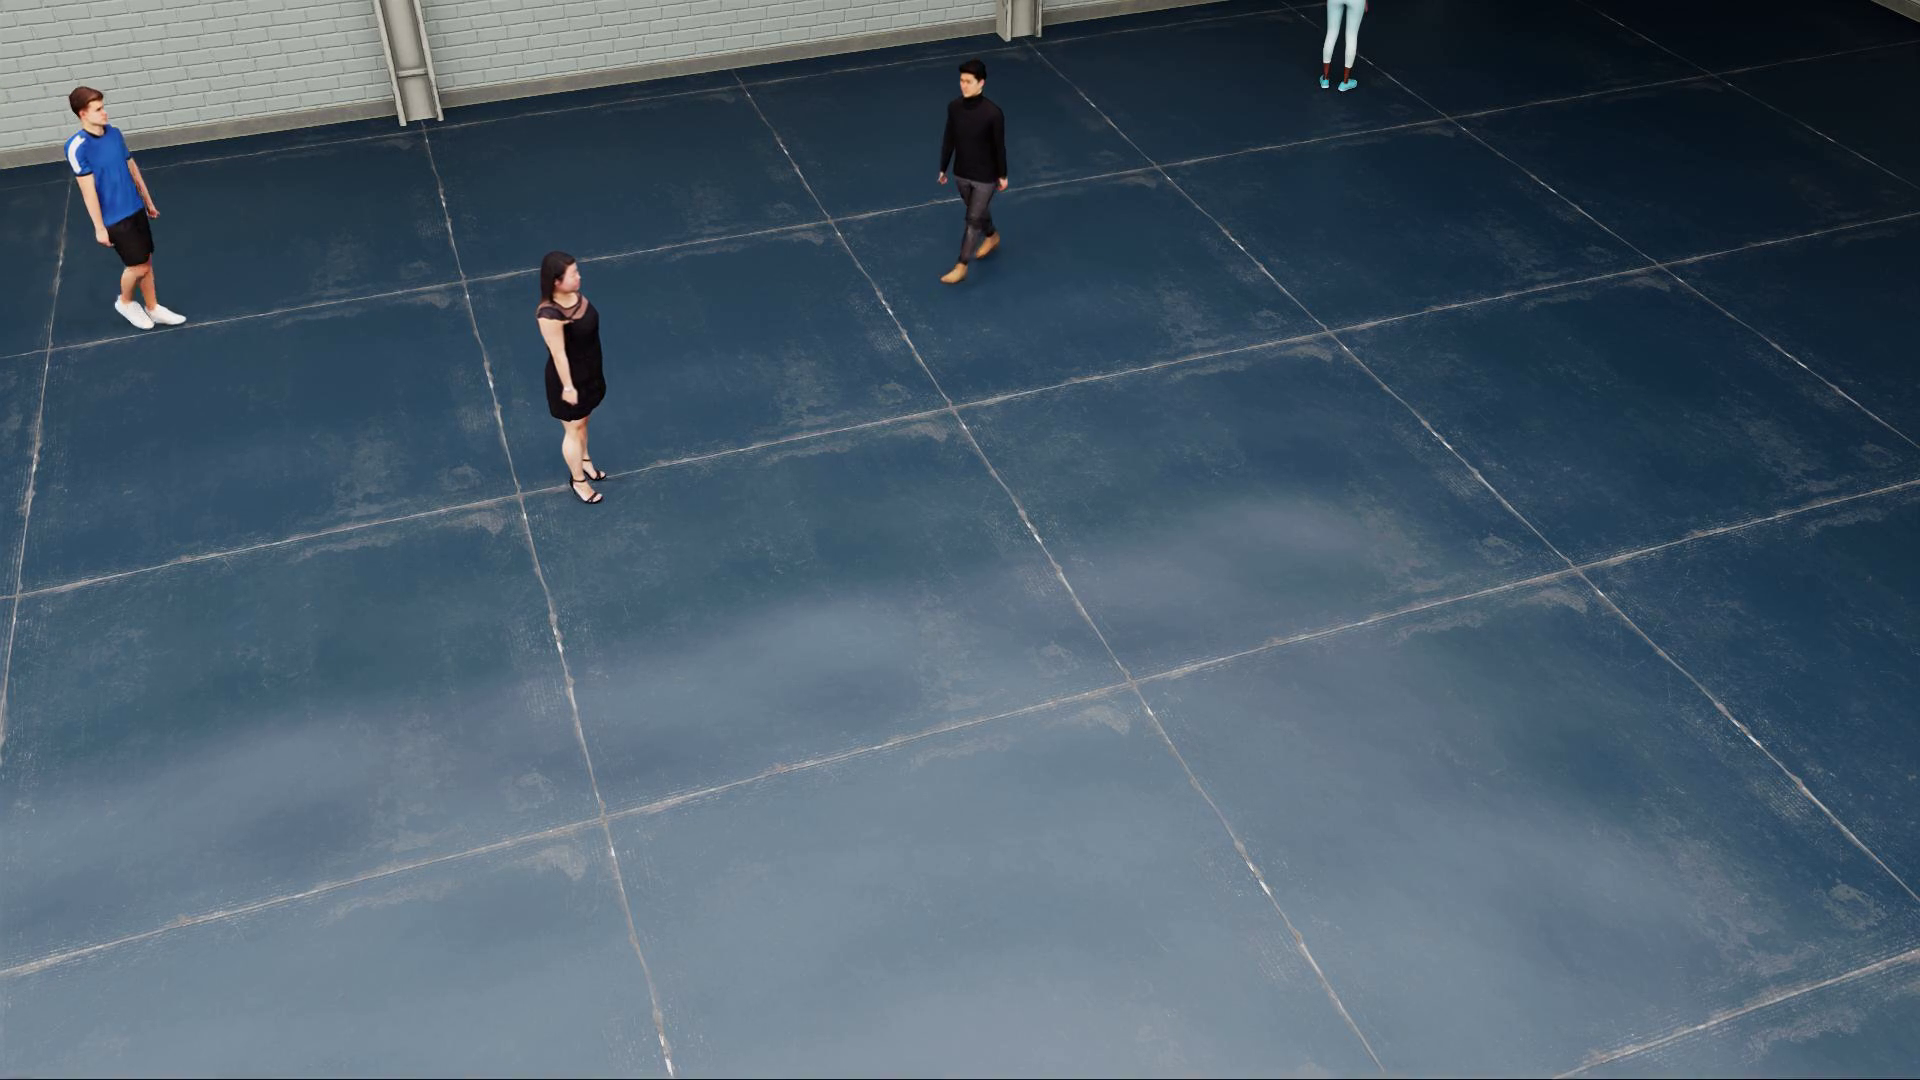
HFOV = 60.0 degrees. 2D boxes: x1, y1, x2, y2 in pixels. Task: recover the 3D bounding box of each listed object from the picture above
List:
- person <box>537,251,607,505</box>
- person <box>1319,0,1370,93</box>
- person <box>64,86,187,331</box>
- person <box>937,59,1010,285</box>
[{"bbox_3d":[-2.423,-1.022,10.373,0.725,1.718,0.736,1,38,1],"label":"person"},{"bbox_3d":[3.620,-5.071,15.543,0.646,1.725,0.711,14,40,17],"label":"person"},{"bbox_3d":[-6.123,-2.368,11.980,0.886,1.858,0.843,7,39,9],"label":"person"},{"bbox_3d":[0.157,-2.859,12.750,1.019,1.684,1.195,26,45,30],"label":"person"}]
